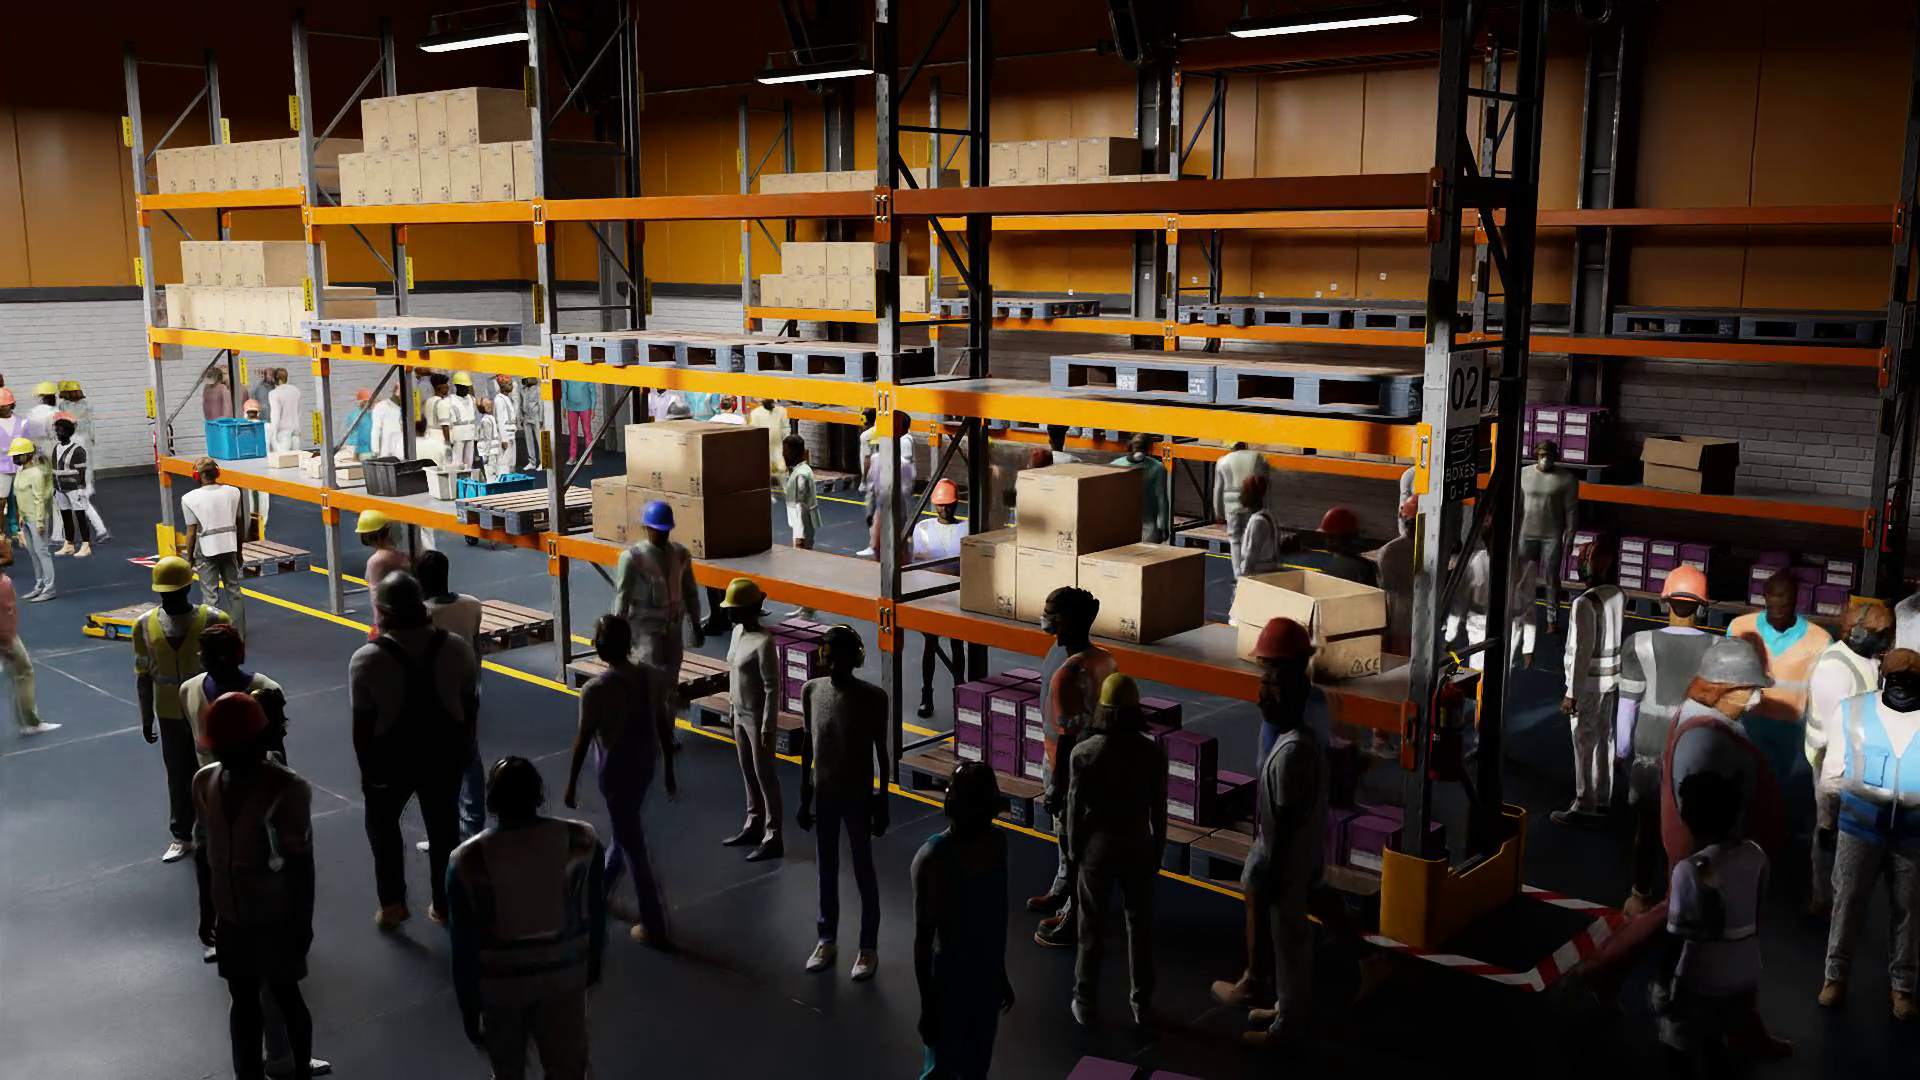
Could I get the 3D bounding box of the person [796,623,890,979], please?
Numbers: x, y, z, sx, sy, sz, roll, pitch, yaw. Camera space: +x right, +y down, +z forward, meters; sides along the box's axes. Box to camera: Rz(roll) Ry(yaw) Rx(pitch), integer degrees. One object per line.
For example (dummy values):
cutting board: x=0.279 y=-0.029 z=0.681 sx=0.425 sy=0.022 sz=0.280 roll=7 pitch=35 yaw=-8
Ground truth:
person: x=-0.609 y=1.341 z=8.629 sx=0.511 sy=1.862 sz=0.328 roll=4 pitch=11 yaw=21

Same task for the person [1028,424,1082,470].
person: x=1.003 y=-0.278 z=17.517 sx=0.598 sy=1.958 sz=0.370 roll=1 pitch=10 yaw=6

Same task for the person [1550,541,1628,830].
person: x=4.107 y=0.940 z=10.820 sx=0.582 sy=1.882 sz=0.338 roll=-9 pitch=14 yaw=-43

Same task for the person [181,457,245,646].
person: x=-6.909 y=0.146 z=15.440 sx=0.389 sy=1.837 sz=0.563 roll=7 pitch=12 yaw=36

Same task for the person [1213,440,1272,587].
person: x=3.115 y=-0.361 z=18.448 sx=0.623 sy=1.786 sz=0.460 roll=0 pitch=10 yaw=1

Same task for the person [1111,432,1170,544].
person: x=1.785 y=-0.156 z=16.931 sx=0.701 sy=1.921 sz=0.433 roll=1 pitch=10 yaw=7

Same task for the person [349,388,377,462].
person: x=-8.554 y=-1.326 z=24.037 sx=0.381 sy=1.736 sz=0.573 roll=1 pitch=10 yaw=5

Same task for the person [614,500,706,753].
person: x=-2.231 y=0.649 z=12.339 sx=0.449 sy=1.926 sz=0.631 roll=10 pitch=14 yaw=44

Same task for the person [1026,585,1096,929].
person: x=0.589 y=1.201 z=9.193 sx=0.372 sy=1.940 sz=0.631 roll=-1 pitch=10 yaw=-8

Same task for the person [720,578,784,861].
person: x=-1.297 y=1.097 z=10.273 sx=0.322 sy=1.765 sz=0.533 roll=-6 pitch=12 yaw=-32

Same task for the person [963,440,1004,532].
person: x=0.272 y=-0.103 z=16.650 sx=0.466 sy=1.902 sz=0.617 roll=2 pitch=10 yaw=13

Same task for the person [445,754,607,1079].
person: x=-1.674 y=1.743 z=6.528 sx=0.617 sy=1.810 sz=0.896 roll=-3 pitch=11 yaw=-19

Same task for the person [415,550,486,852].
person: x=-3.194 y=1.005 z=10.373 sx=0.390 sy=1.914 sz=0.587 roll=5 pitch=11 yaw=24

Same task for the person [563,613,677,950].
person: x=-1.912 y=1.284 z=9.119 sx=1.006 sy=1.791 sz=0.529 roll=8 pitch=13 yaw=39

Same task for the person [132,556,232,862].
person: x=-4.736 y=1.036 z=10.195 sx=0.581 sy=1.919 sz=0.395 roll=-2 pitch=10 yaw=-9

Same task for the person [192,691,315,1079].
person: x=-3.020 y=1.575 z=7.108 sx=0.548 sy=1.928 sz=0.393 roll=2 pitch=10 yaw=12

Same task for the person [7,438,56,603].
person: x=-9.895 y=-0.215 z=17.713 sx=0.524 sy=1.761 sz=0.338 roll=9 pitch=13 yaw=40

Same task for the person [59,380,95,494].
person: x=-13.450 y=-1.560 z=25.350 sx=0.484 sy=1.745 sz=0.298 roll=-3 pitch=11 yaw=-19

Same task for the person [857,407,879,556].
person: x=-1.084 y=-0.730 z=20.319 sx=0.334 sy=1.865 sz=0.517 roll=5 pitch=11 yaw=27

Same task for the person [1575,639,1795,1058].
person: x=3.453 y=1.396 z=7.799 sx=0.907 sy=2.000 sz=0.691 roll=2 pitch=10 yaw=13

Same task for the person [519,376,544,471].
person: x=-7.245 y=-2.035 z=28.081 sx=0.489 sy=1.730 sz=0.324 roll=4 pitch=11 yaw=24

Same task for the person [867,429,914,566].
person: x=-0.757 y=-0.280 z=17.648 sx=0.441 sy=1.913 sz=0.685 roll=-9 pitch=14 yaw=-43

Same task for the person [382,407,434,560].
person: x=-6.630 y=-0.656 z=19.826 sx=0.792 sy=1.901 sz=0.376 roll=1 pitch=10 yaw=5

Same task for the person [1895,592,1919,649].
person: x=6.555 y=0.932 z=11.249 sx=0.561 sy=1.745 sz=0.339 roll=-4 pitch=11 yaw=-22

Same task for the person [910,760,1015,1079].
person: x=0.020 y=1.735 z=6.444 sx=0.339 sy=1.842 sz=0.507 roll=9 pitch=13 yaw=40

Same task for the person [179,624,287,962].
person: x=-3.801 y=1.326 z=8.788 sx=0.561 sy=1.836 sz=0.394 roll=1 pitch=10 yaw=7

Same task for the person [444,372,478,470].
person: x=-7.353 y=-1.522 z=24.622 sx=0.374 sy=1.924 sz=0.594 roll=5 pitch=11 yaw=28

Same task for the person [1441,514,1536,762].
person: x=3.853 y=0.719 z=12.086 sx=0.666 sy=1.876 sz=0.355 roll=10 pitch=14 yaw=44

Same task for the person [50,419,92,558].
person: x=-10.832 y=-0.630 z=20.220 sx=0.535 sy=1.699 sz=0.318 roll=4 pitch=11 yaw=20

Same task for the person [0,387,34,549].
person: x=-11.795 y=-0.877 z=20.650 sx=0.389 sy=2.039 sz=0.613 roll=8 pitch=13 yaw=39

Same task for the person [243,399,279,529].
person: x=-9.461 y=-1.027 z=22.360 sx=0.579 sy=1.729 sz=0.610 roll=-4 pitch=11 yaw=-20

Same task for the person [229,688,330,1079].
person: x=-3.083 y=1.564 z=7.370 sx=0.333 sy=1.860 sz=0.511 roll=1 pitch=10 yaw=8

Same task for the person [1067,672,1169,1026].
person: x=0.760 y=1.498 z=8.095 sx=0.488 sy=1.735 sz=0.338 roll=-1 pitch=10 yaw=-3

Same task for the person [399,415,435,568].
person: x=-6.369 y=-0.587 z=19.388 sx=0.409 sy=1.907 sz=0.651 roll=-8 pitch=13 yaw=-39

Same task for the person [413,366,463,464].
person: x=-8.513 y=-1.979 z=26.881 sx=0.831 sy=2.000 sz=0.705 roll=0 pitch=10 yaw=-1

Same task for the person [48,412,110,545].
person: x=-11.189 y=-0.767 z=20.987 sx=0.851 sy=1.705 sz=0.574 roll=3 pitch=11 yaw=18
